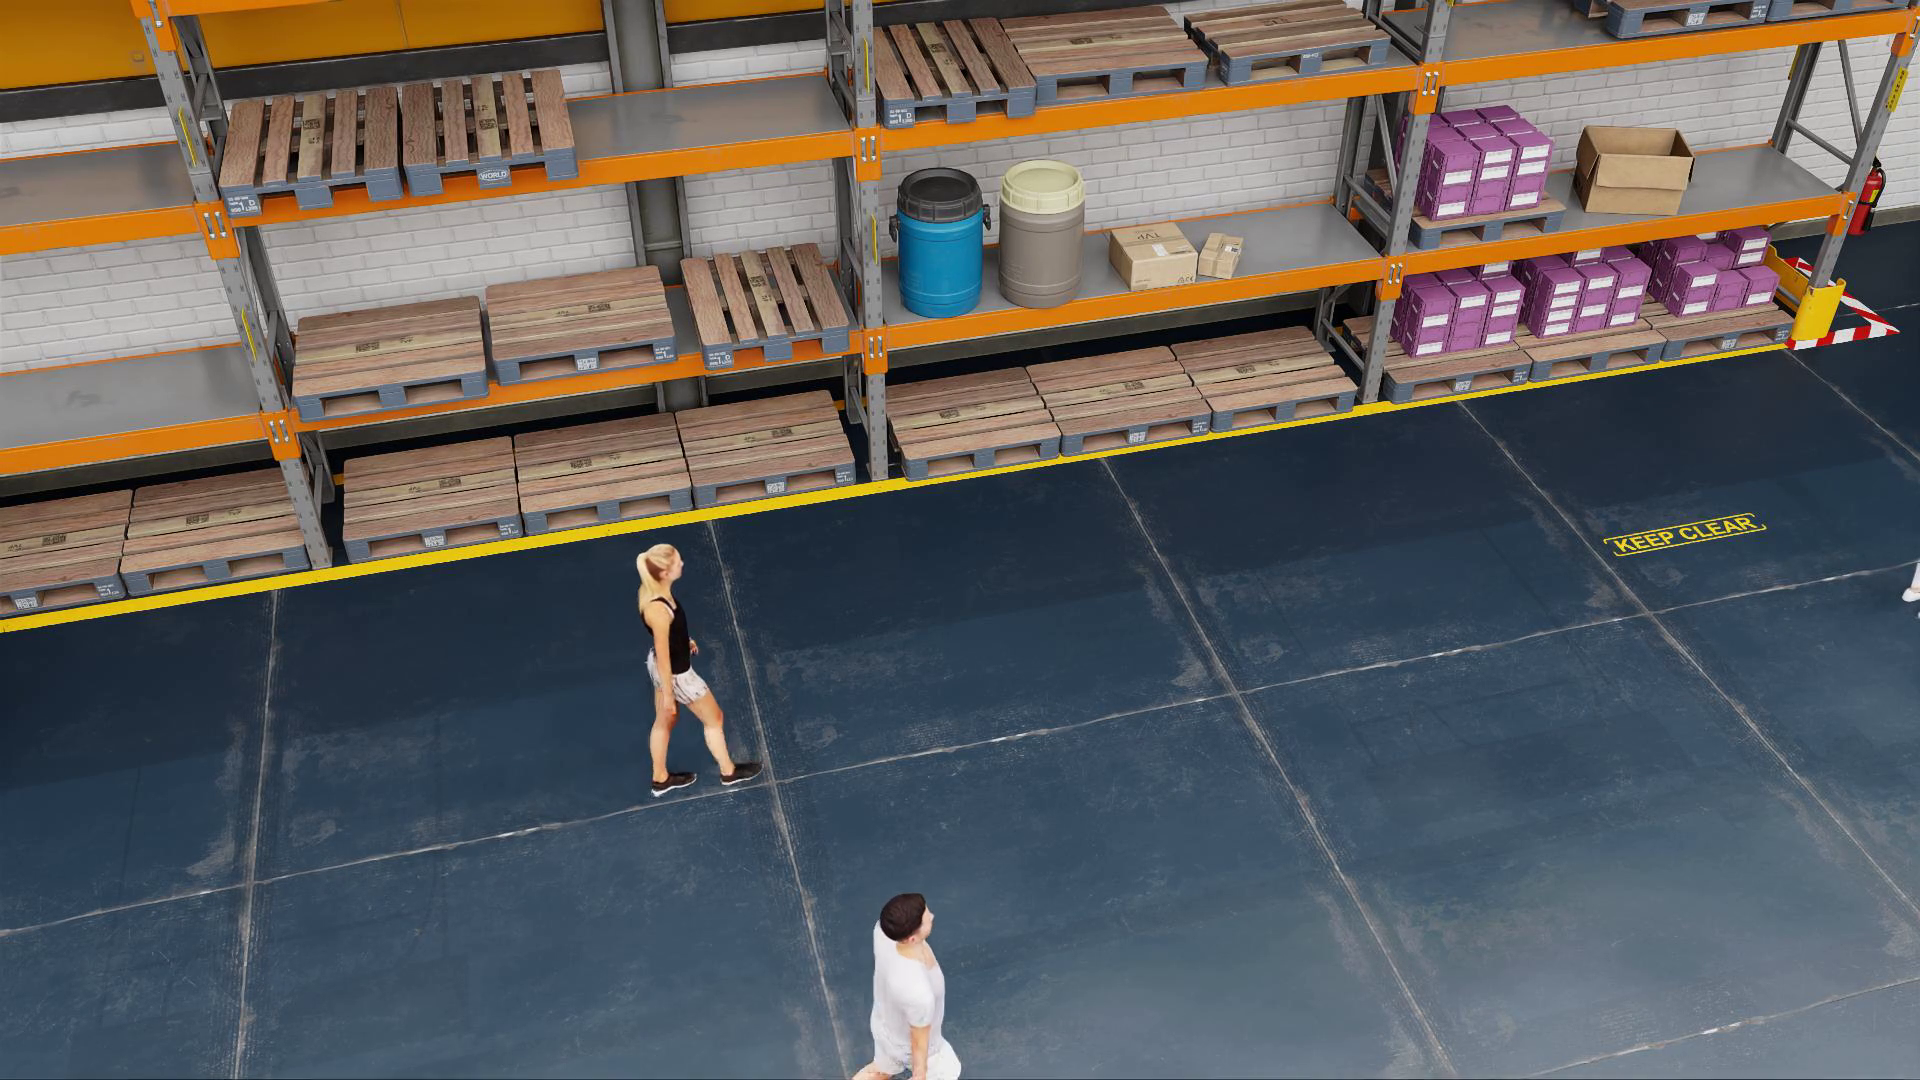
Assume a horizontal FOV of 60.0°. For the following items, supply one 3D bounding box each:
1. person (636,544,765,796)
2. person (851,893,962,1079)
[{"bbox_3d":[-1.716,0.760,9.463,0.928,1.824,0.686,-15,41,-18],"label":"person"},{"bbox_3d":[-0.322,2.252,7.589,1.194,1.831,0.841,-17,42,-20],"label":"person"}]
